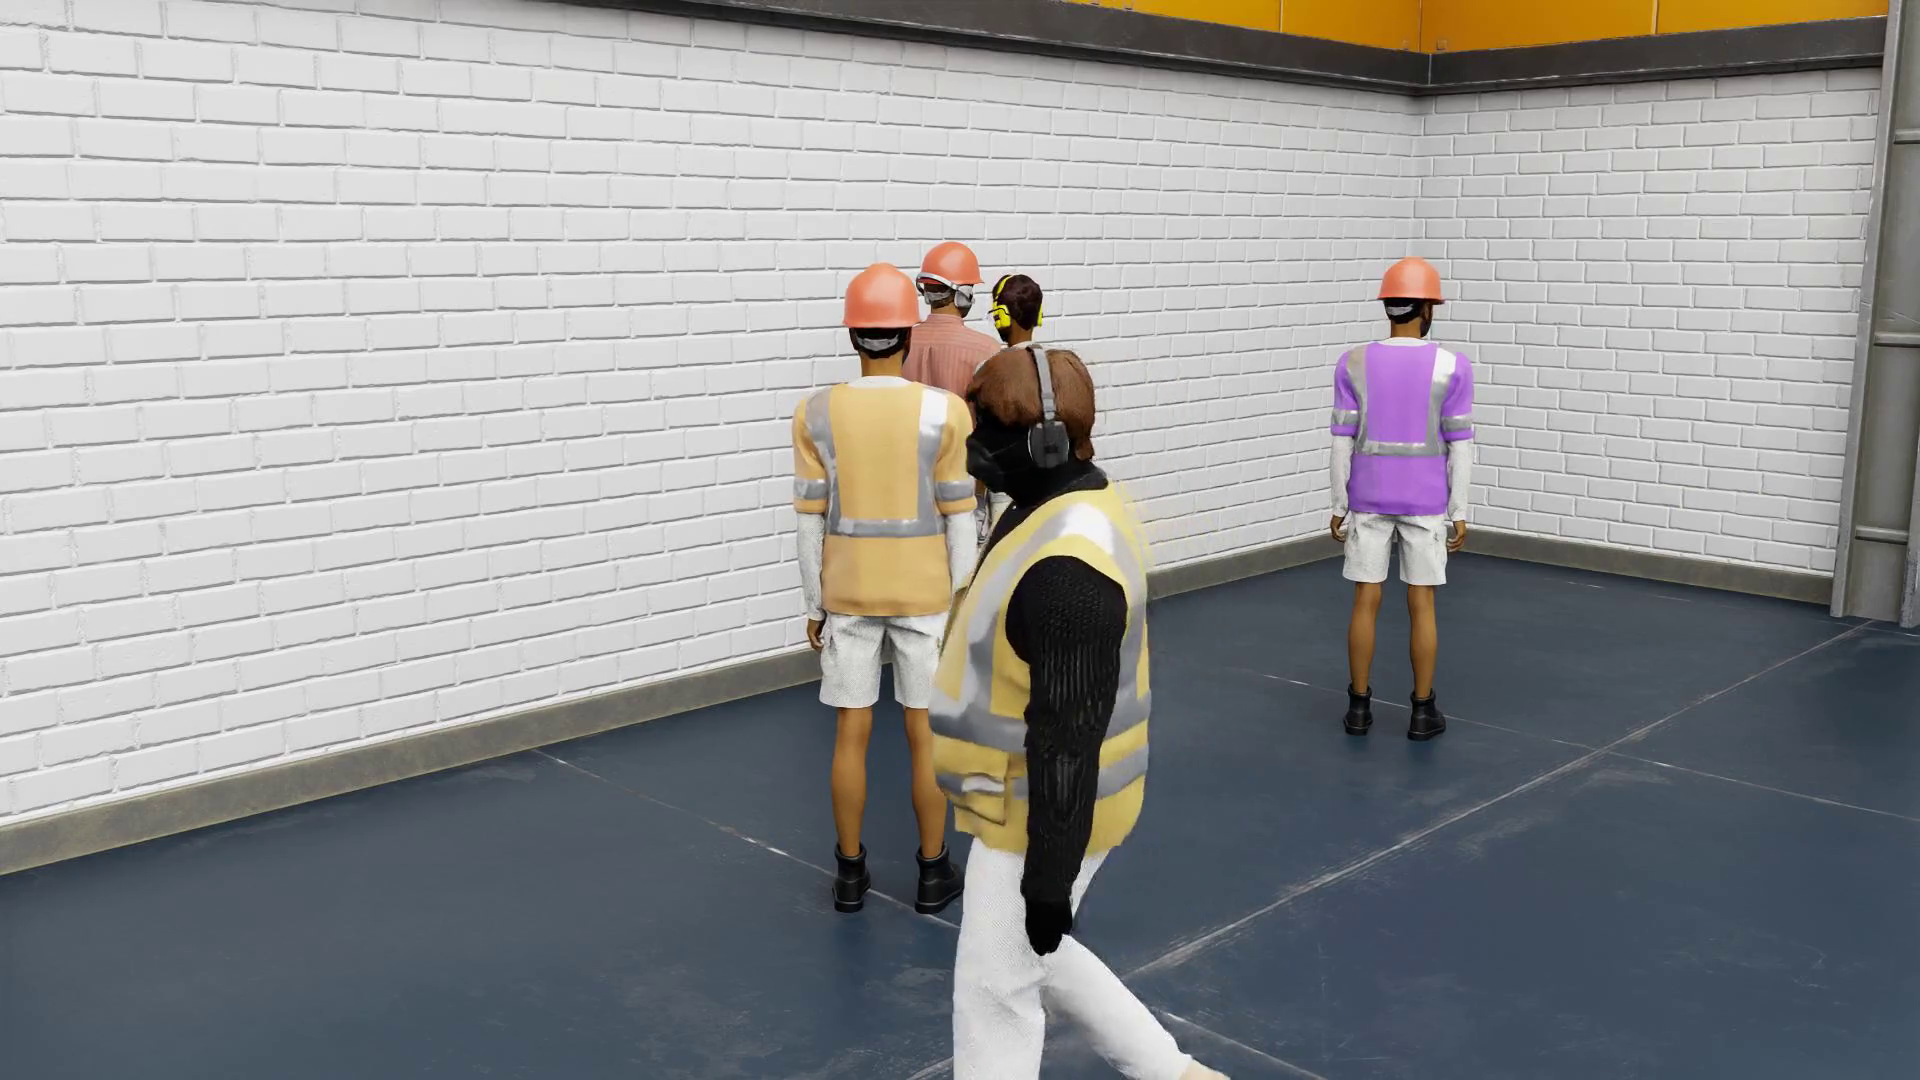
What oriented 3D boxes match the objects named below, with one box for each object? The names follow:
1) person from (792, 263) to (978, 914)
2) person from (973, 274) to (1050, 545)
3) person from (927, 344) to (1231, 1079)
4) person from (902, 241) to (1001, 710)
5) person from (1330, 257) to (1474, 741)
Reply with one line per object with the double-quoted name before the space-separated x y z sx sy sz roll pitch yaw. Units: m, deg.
"person" -0.217 0.160 4.944 0.544 1.942 0.347 1 10 6
"person" 0.241 -0.166 6.934 0.515 1.865 0.329 -8 13 -36
"person" 0.183 0.528 3.251 0.696 1.825 0.659 0 10 3
"person" -0.044 -0.241 6.983 0.609 1.995 0.376 7 12 32
"person" 1.768 -0.159 6.699 0.552 1.933 0.364 4 11 21
